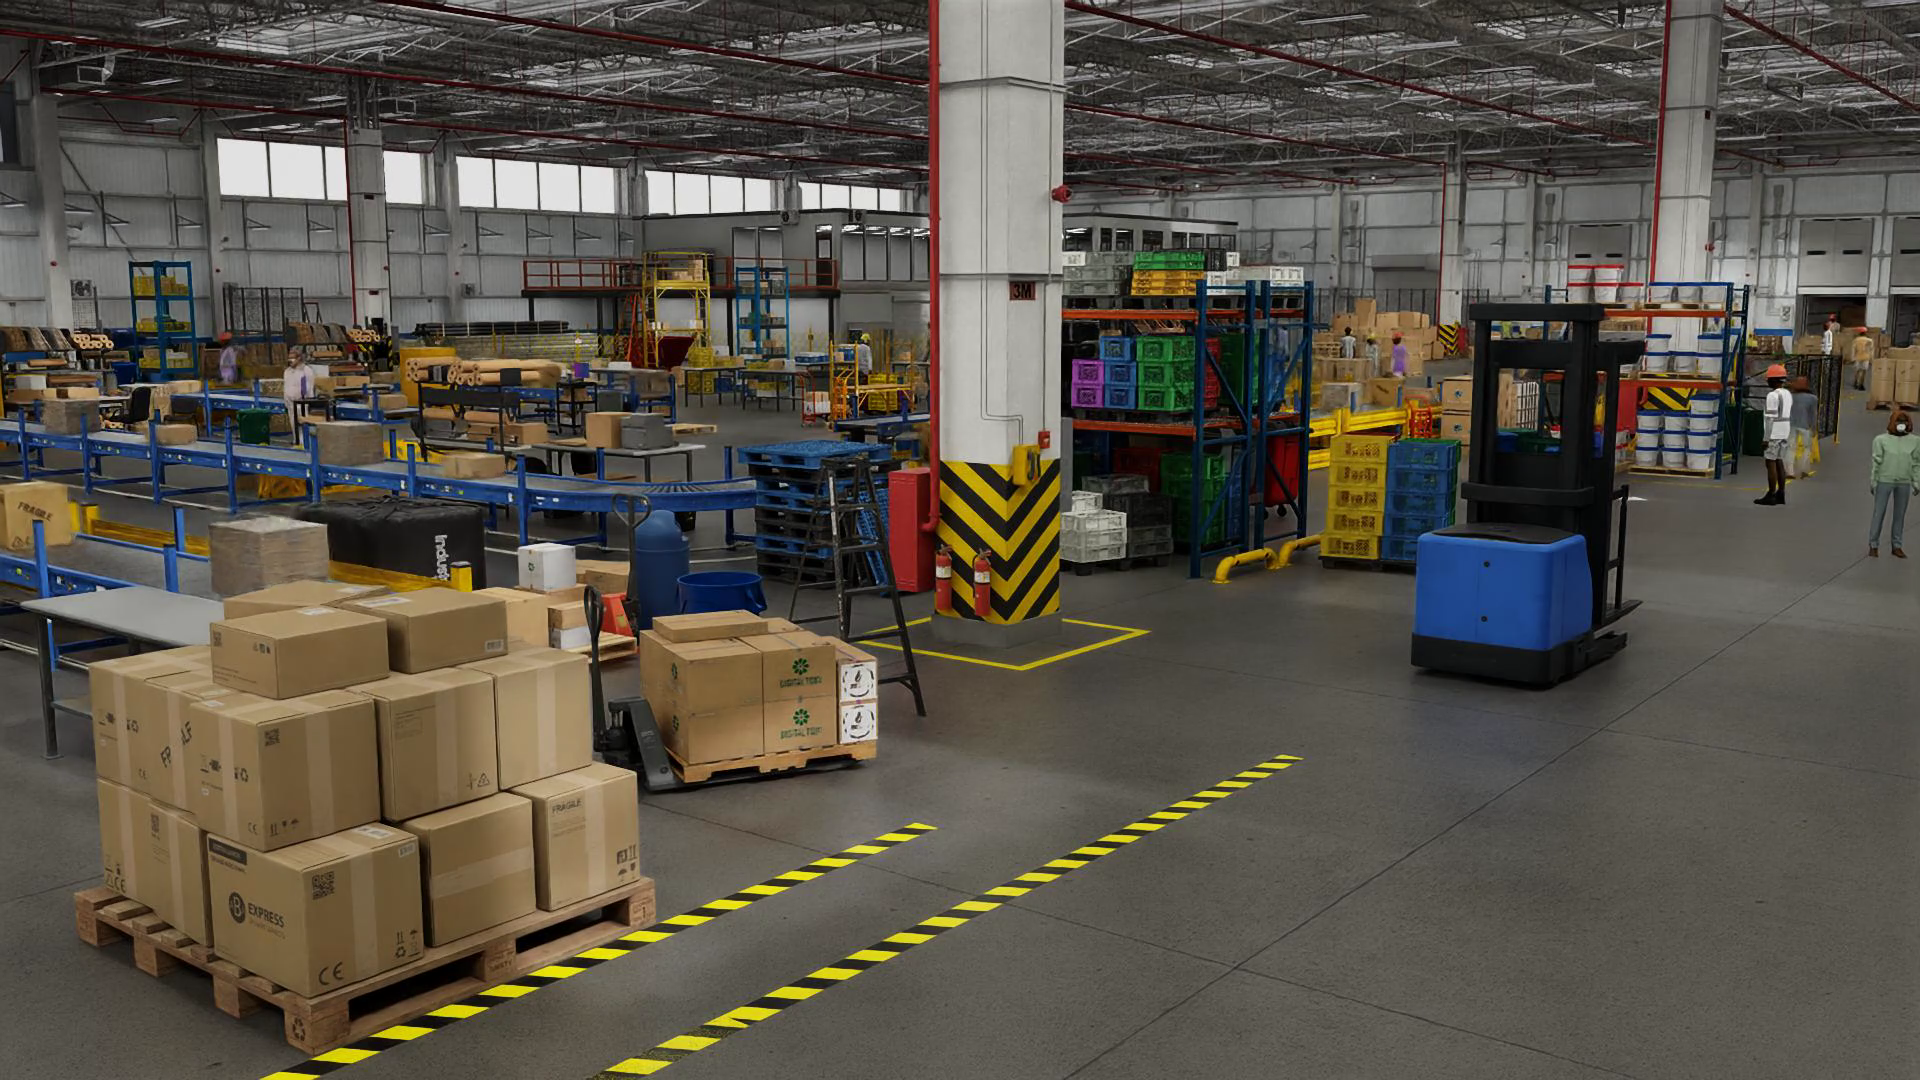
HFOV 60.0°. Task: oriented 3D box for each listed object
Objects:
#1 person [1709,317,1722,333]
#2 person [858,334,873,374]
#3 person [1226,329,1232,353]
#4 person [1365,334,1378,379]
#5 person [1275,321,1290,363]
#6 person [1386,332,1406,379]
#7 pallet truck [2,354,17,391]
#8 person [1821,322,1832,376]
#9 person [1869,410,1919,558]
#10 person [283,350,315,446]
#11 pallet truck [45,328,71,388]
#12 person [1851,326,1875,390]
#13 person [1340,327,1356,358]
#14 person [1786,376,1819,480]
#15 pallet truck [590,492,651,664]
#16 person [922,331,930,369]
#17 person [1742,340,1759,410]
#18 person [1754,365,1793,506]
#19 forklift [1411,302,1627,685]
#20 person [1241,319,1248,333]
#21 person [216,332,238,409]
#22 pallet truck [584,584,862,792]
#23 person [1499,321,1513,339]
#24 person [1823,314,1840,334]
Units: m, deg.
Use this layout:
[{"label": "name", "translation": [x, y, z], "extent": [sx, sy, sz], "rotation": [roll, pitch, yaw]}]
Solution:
[{"label": "person", "translation": [32.090, -8.544, 70.634], "extent": [0.615, 1.943, 0.409], "rotation": [-2, 9, -14]}, {"label": "person", "translation": [-2.521, -4.569, 44.252], "extent": [0.403, 1.823, 0.588], "rotation": [-7, 11, -38]}, {"label": "person", "translation": [8.500, -5.865, 52.745], "extent": [0.587, 1.892, 0.748], "rotation": [-6, 10, -33]}, {"label": "person", "translation": [11.936, -5.148, 48.482], "extent": [0.617, 1.721, 0.522], "rotation": [-5, 10, -32]}, {"label": "person", "translation": [11.729, -7.040, 60.692], "extent": [0.908, 1.902, 0.544], "rotation": [-3, 9, -18]}, {"label": "person", "translation": [11.173, -4.365, 42.583], "extent": [0.479, 1.912, 0.536], "rotation": [5, 10, 31]}, {"label": "pallet truck", "translation": [-24.881, -4.417, 42.634], "extent": [1.885, 1.965, 0.823], "rotation": [8, 11, 41]}, {"label": "person", "translation": [30.206, -6.640, 58.005], "extent": [0.358, 1.885, 0.572], "rotation": [7, 11, 38]}, {"label": "person", "translation": [10.233, -0.612, 18.205], "extent": [0.501, 1.632, 0.280], "rotation": [2, 9, 12]}, {"label": "person", "translation": [-11.728, -2.409, 29.460], "extent": [0.639, 1.899, 0.396], "rotation": [3, 9, 21]}, {"label": "pallet truck", "translation": [-23.775, -4.544, 43.495], "extent": [1.885, 1.965, 0.823], "rotation": [6, 10, 35]}, {"label": "person", "translation": [26.989, -5.411, 49.637], "extent": [0.506, 1.911, 0.594], "rotation": [-7, 11, -41]}, {"label": "person", "translation": [11.888, -5.598, 51.027], "extent": [0.511, 1.872, 0.328], "rotation": [0, 8, -1]}, {"label": "person", "translation": [13.053, -1.727, 25.783], "extent": [0.581, 1.612, 0.540], "rotation": [-8, 11, -42]}, {"label": "pallet truck", "translation": [-3.115, 0.344, 12.883], "extent": [0.653, 1.274, 1.630], "rotation": [7, 11, 37]}, {"label": "person", "translation": [-1.031, -7.414, 63.540], "extent": [0.959, 1.801, 0.536], "rotation": [-1, 8, -4]}, {"label": "person", "translation": [19.323, -4.021, 40.760], "extent": [0.547, 1.752, 0.436], "rotation": [-8, 12, -43]}, {"label": "person", "translation": [11.140, -1.433, 22.776], "extent": [0.539, 1.930, 0.387], "rotation": [-7, 11, -41]}, {"label": "forklift", "translation": [4.379, -0.438, 12.852], "extent": [1.129, 2.768, 1.873], "rotation": [7, 11, 37]}, {"label": "person", "translation": [11.887, -8.231, 68.854], "extent": [0.798, 1.861, 0.586], "rotation": [-7, 11, -41]}, {"label": "person", "translation": [-17.056, -3.853, 38.845], "extent": [1.044, 2.004, 0.618], "rotation": [-7, 11, -41]}, {"label": "pallet truck", "translation": [-1.426, 0.805, 10.019], "extent": [1.601, 1.201, 0.680], "rotation": [-4, 9, -26]}, {"label": "person", "translation": [25.661, -9.616, 78.232], "extent": [0.649, 1.830, 0.538], "rotation": [2, 9, 12]}, {"label": "person", "translation": [37.668, -8.756, 71.894], "extent": [0.622, 1.992, 0.396], "rotation": [5, 10, 31]}]
